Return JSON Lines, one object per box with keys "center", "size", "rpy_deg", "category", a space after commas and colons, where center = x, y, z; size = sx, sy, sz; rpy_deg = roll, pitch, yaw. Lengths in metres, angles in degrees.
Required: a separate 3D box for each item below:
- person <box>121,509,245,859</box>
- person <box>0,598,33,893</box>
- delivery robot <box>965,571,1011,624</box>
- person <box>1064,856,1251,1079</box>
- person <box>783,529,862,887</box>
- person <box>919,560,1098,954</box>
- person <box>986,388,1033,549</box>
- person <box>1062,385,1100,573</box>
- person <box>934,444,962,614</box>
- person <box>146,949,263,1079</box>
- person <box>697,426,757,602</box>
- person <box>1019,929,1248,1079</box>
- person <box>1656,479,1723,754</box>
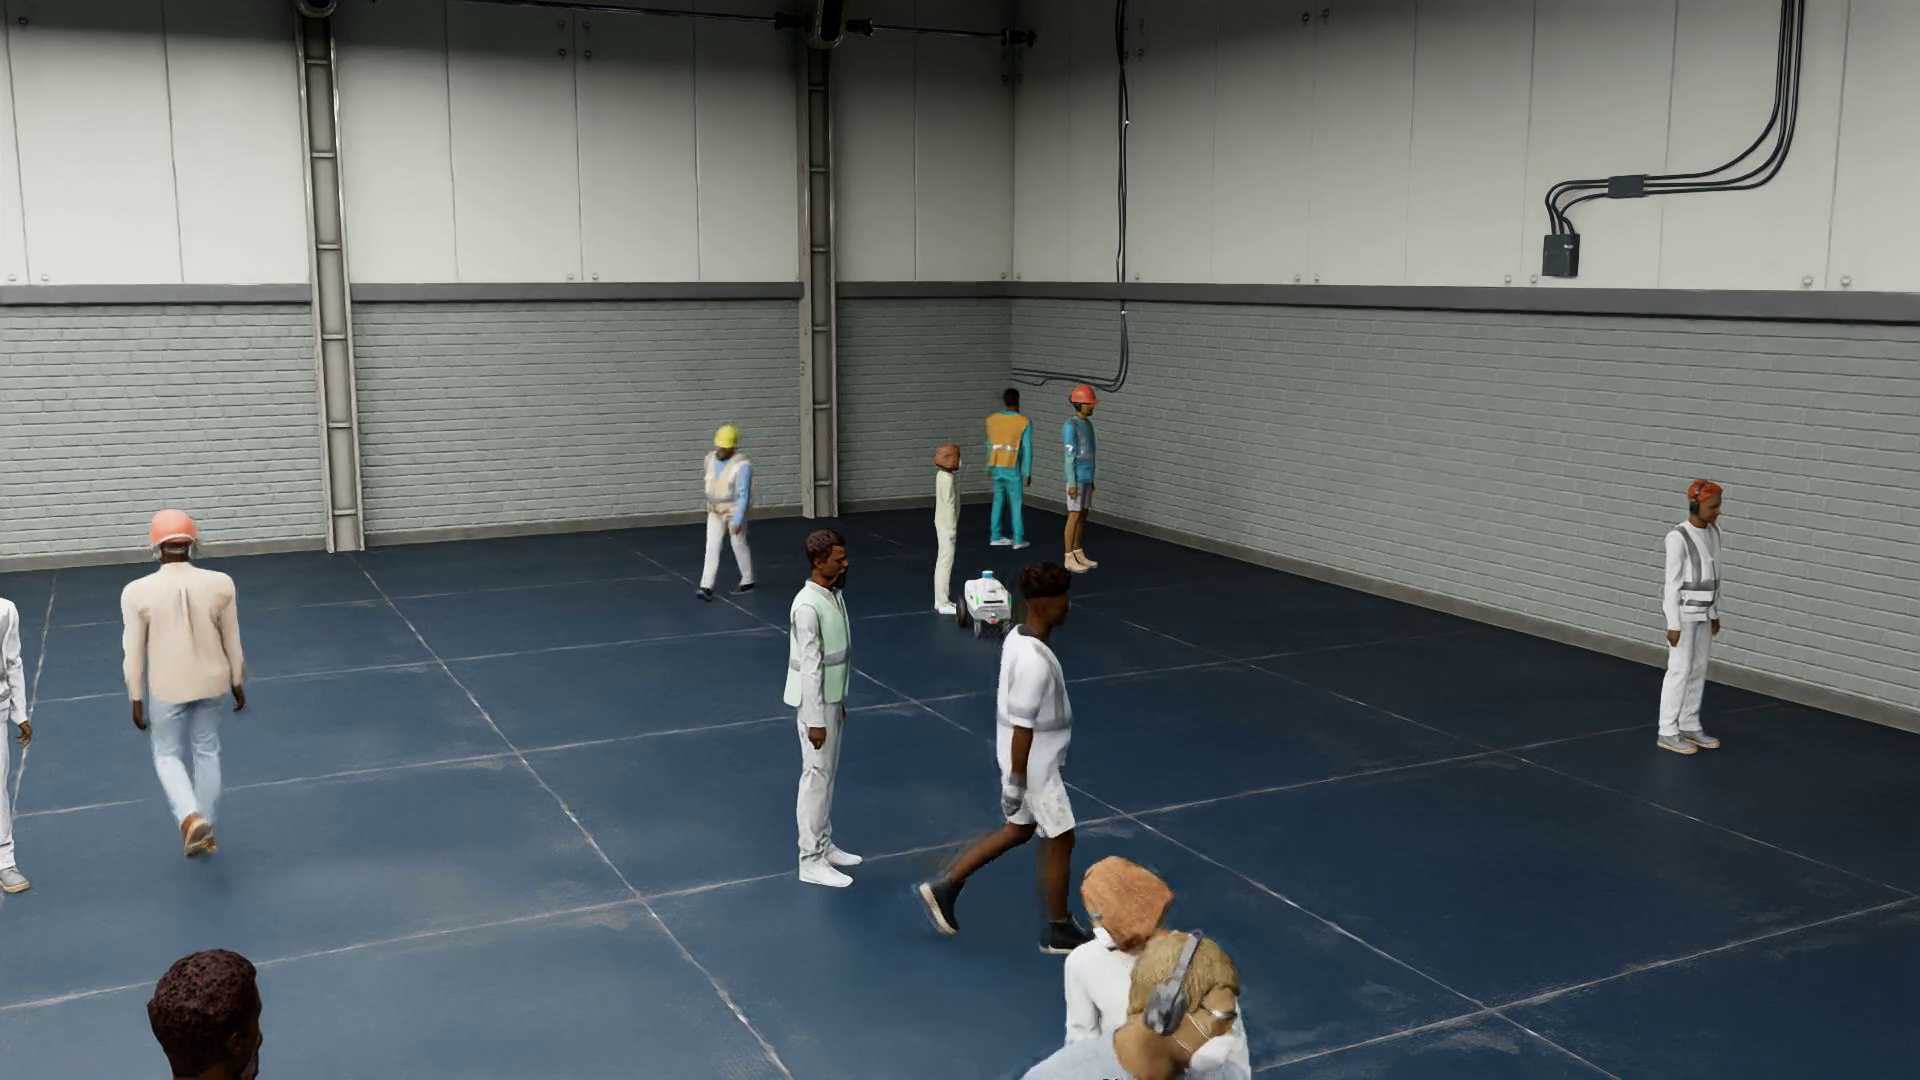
{"center": [-4.272, 0.816, 9.227], "size": [0.636, 1.974, 0.623], "rpy_deg": [-7, 12, -37], "category": "person"}
{"center": [-5.167, 0.947, 8.672], "size": [0.355, 1.885, 0.574], "rpy_deg": [9, 13, 43], "category": "person"}
{"center": [0.252, 0.522, 15.087], "size": [0.477, 0.478, 0.707], "rpy_deg": [-1, 9, -8], "category": "delivery robot"}
{"center": [0.605, 1.708, 4.874], "size": [0.617, 1.596, 0.322], "rpy_deg": [2, 9, 13], "category": "person"}
{"center": [-0.745, 0.885, 8.952], "size": [0.384, 1.918, 0.596], "rpy_deg": [1, 9, 6], "category": "person"}
{"center": [0.267, 1.040, 7.943], "size": [0.841, 1.941, 0.600], "rpy_deg": [-1, 9, -6], "category": "person"}
{"center": [0.570, -0.844, 19.686], "size": [0.657, 1.904, 0.478], "rpy_deg": [4, 10, 26], "category": "person"}
{"center": [1.341, -0.672, 18.159], "size": [0.378, 2.041, 0.616], "rpy_deg": [4, 10, 25], "category": "person"}
{"center": [-0.108, -0.111, 15.965], "size": [0.271, 1.632, 0.508], "rpy_deg": [-1, 9, -9], "category": "person"}
{"center": [-1.518, 1.778, 3.449], "size": [0.591, 1.920, 0.392], "rpy_deg": [2, 9, 11], "category": "person"}
{"center": [-2.347, -0.269, 16.549], "size": [0.647, 1.758, 0.916], "rpy_deg": [5, 11, 29], "category": "person"}
{"center": [0.325, 1.758, 3.641], "size": [0.699, 1.894, 0.422], "rpy_deg": [-6, 11, -32], "category": "person"}
{"center": [4.990, 0.518, 11.345], "size": [0.588, 1.877, 0.360], "rpy_deg": [-7, 12, -38], "category": "person"}
